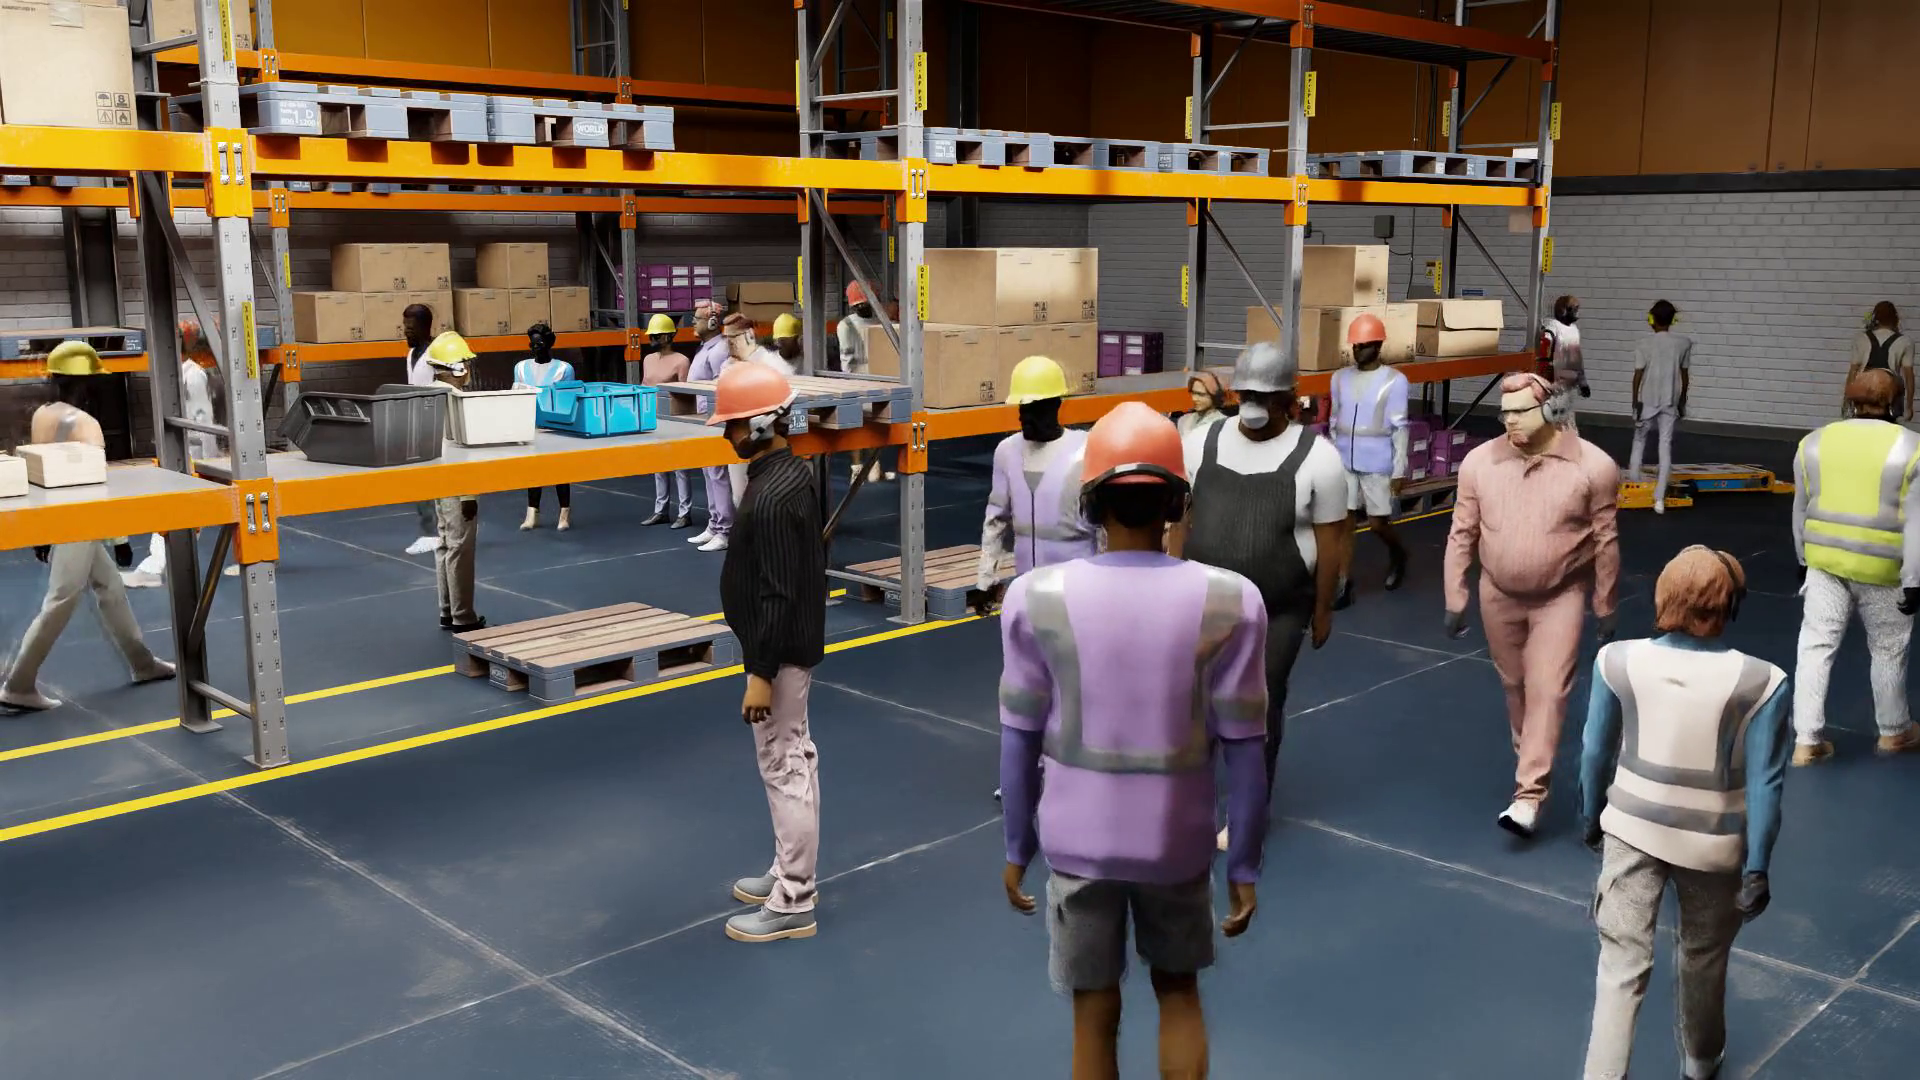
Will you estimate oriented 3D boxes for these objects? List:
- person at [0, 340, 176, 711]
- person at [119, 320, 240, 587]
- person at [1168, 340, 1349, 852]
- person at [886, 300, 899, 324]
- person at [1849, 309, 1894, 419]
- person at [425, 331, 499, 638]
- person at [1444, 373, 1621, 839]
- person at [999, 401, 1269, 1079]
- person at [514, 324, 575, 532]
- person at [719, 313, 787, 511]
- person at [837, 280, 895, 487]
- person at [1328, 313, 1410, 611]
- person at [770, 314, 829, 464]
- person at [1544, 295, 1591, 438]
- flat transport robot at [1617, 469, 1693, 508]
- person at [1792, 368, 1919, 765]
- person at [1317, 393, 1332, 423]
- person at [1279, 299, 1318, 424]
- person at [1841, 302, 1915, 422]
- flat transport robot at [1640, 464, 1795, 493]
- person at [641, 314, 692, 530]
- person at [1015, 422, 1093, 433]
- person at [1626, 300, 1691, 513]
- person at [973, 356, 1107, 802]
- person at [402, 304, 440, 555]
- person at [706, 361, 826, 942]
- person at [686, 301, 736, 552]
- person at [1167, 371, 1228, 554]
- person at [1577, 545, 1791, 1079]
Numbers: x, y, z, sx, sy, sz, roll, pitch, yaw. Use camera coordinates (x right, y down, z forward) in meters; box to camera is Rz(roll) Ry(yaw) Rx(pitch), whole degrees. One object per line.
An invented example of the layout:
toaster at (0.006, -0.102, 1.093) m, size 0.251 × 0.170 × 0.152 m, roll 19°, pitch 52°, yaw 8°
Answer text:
person at (-4.561, -0.084, 8.568) m, size 0.607 × 1.879 × 1.004 m, roll 9°, pitch 14°, yaw 42°
person at (-5.352, -0.605, 11.523) m, size 1.014 × 1.830 × 0.591 m, roll -7°, pitch 12°, yaw -33°
person at (1.207, 0.165, 6.743) m, size 0.693 × 2.000 × 0.871 m, roll 6°, pitch 12°, yaw 30°
person at (-0.815, -2.115, 20.319) m, size 0.475 × 1.618 × 0.521 m, roll -7°, pitch 13°, yaw -35°
person at (8.868, -1.407, 16.246) m, size 0.892 × 1.696 × 0.494 m, roll 5°, pitch 12°, yaw 25°
person at (-3.010, -0.329, 9.991) m, size 0.404 × 1.836 × 0.600 m, roll -6°, pitch 12°, yaw -30°
person at (2.297, 0.253, 6.782) m, size 0.666 × 1.848 × 1.012 m, roll 7°, pitch 12°, yaw 33°
person at (0.390, 0.701, 3.880) m, size 0.606 × 2.029 × 0.509 m, roll 0°, pitch 10°, yaw 2°
person at (-3.382, -0.911, 13.552) m, size 0.532 × 1.697 × 0.319 m, roll 1°, pitch 10°, yaw 5°
person at (-1.398, -0.648, 11.641) m, size 0.575 × 1.876 × 0.657 m, roll -9°, pitch 14°, yaw -41°
person at (-0.845, -1.501, 16.009) m, size 0.420 × 1.995 × 0.794 m, roll 9°, pitch 14°, yaw 41°
person at (2.674, -0.520, 10.838) m, size 0.548 × 1.916 × 0.796 m, roll 9°, pitch 14°, yaw 40°
person at (-1.313, -0.913, 13.284) m, size 0.613 × 1.811 × 0.658 m, roll 2°, pitch 11°, yaw 8°
person at (6.149, -1.565, 16.827) m, size 0.944 × 1.791 × 0.632 m, roll 8°, pitch 13°, yaw 38°
flat transport robot at (5.984, -0.500, 15.199) m, size 0.652 × 0.197 × 1.431 m, roll -2°, pitch 11°, yaw -9°
person at (4.169, 0.116, 7.649) m, size 0.873 × 1.801 × 0.652 m, roll -8°, pitch 13°, yaw -38°
person at (3.712, -1.465, 16.383) m, size 0.330 × 1.767 × 0.528 m, roll -6°, pitch 12°, yaw -30°
person at (3.610, -1.734, 17.487) m, size 0.932 × 1.907 × 0.553 m, roll 2°, pitch 11°, yaw 9°
person at (8.405, -1.266, 15.198) m, size 0.566 × 1.791 × 0.882 m, roll 8°, pitch 13°, yaw 36°
flat transport robot at (6.976, -0.575, 15.607) m, size 1.431 × 0.197 × 0.652 m, roll -1°, pitch 10°, yaw -7°
person at (-2.423, -0.969, 13.679) m, size 0.534 × 1.767 × 0.313 m, roll 7°, pitch 12°, yaw 33°
person at (0.802, -1.070, 13.796) m, size 0.999 × 1.912 × 0.609 m, roll -10°, pitch 14°, yaw -43°
person at (6.159, -1.194, 14.717) m, size 0.524 × 1.838 × 0.877 m, roll 2°, pitch 11°, yaw 11°
person at (0.311, 0.171, 7.103) m, size 0.623 × 1.886 × 0.878 m, roll 9°, pitch 14°, yaw 41°
person at (-4.072, -0.833, 12.587) m, size 0.669 × 1.888 × 0.632 m, roll -8°, pitch 13°, yaw -37°
person at (-0.653, 0.381, 5.713) m, size 0.392 × 1.986 × 0.611 m, roll 0°, pitch 10°, yaw 0°
person at (-1.913, -0.874, 12.762) m, size 0.407 × 1.913 × 0.641 m, roll -4°, pitch 11°, yaw -19°
person at (1.452, -0.178, 9.724) m, size 0.416 × 1.624 × 0.538 m, roll -7°, pitch 12°, yaw -34°
person at (1.912, 0.804, 4.472) m, size 0.532 × 1.592 × 0.856 m, roll 7°, pitch 13°, yaw 35°
